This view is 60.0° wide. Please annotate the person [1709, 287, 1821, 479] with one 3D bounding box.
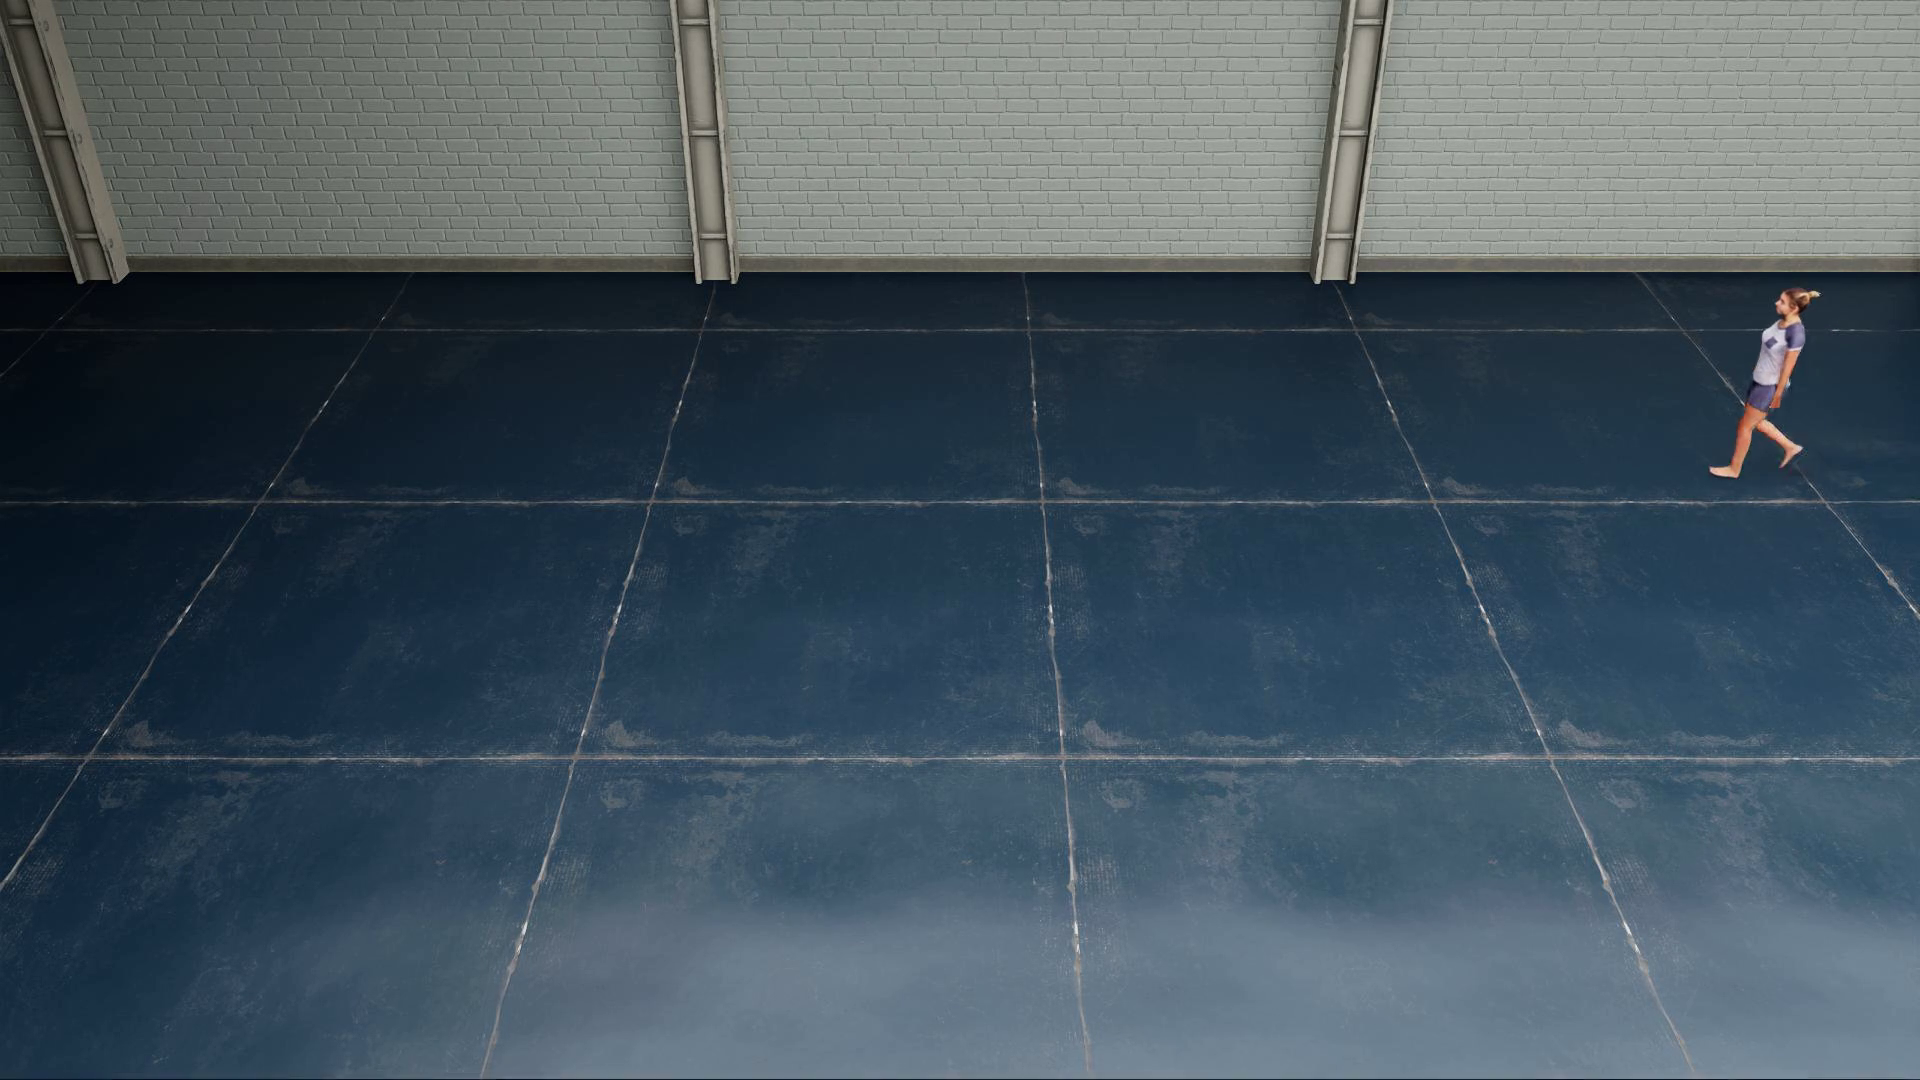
[{"bbox_3d":[6.213,-1.174,12.623,0.938,1.603,0.715,8,34,12],"label":"person"}]
